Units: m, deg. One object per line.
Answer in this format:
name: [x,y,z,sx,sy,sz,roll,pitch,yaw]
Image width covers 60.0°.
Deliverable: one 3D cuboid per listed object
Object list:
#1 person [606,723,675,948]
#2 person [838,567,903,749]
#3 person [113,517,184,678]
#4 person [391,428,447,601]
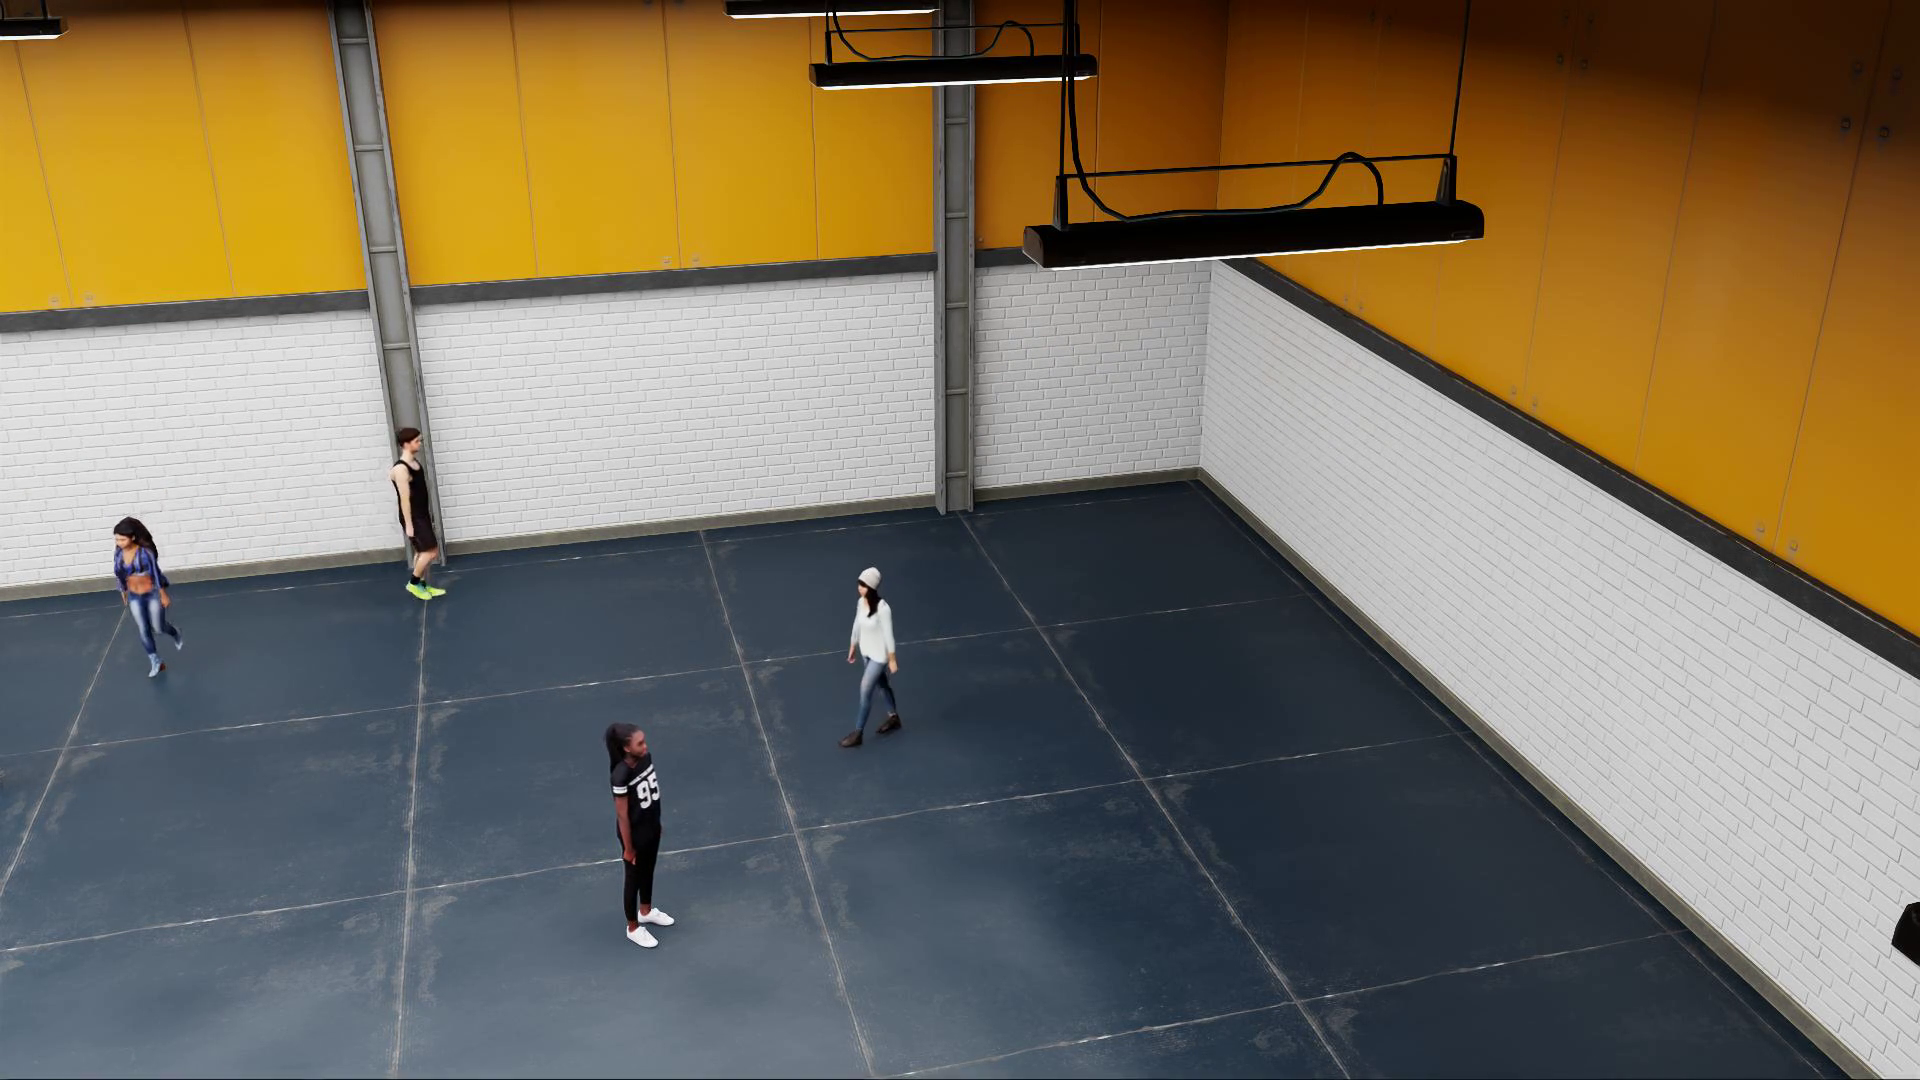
person: [-2.302,2.083,11.938,0.737,1.730,0.713,7,25,17]
person: [-0.681,0.988,14.581,1.025,1.621,0.823,-17,29,-33]
person: [-7.640,0.511,15.683,0.811,1.611,0.831,2,24,6]
person: [-5.666,-0.241,17.068,0.697,1.880,0.743,-2,24,-4]
